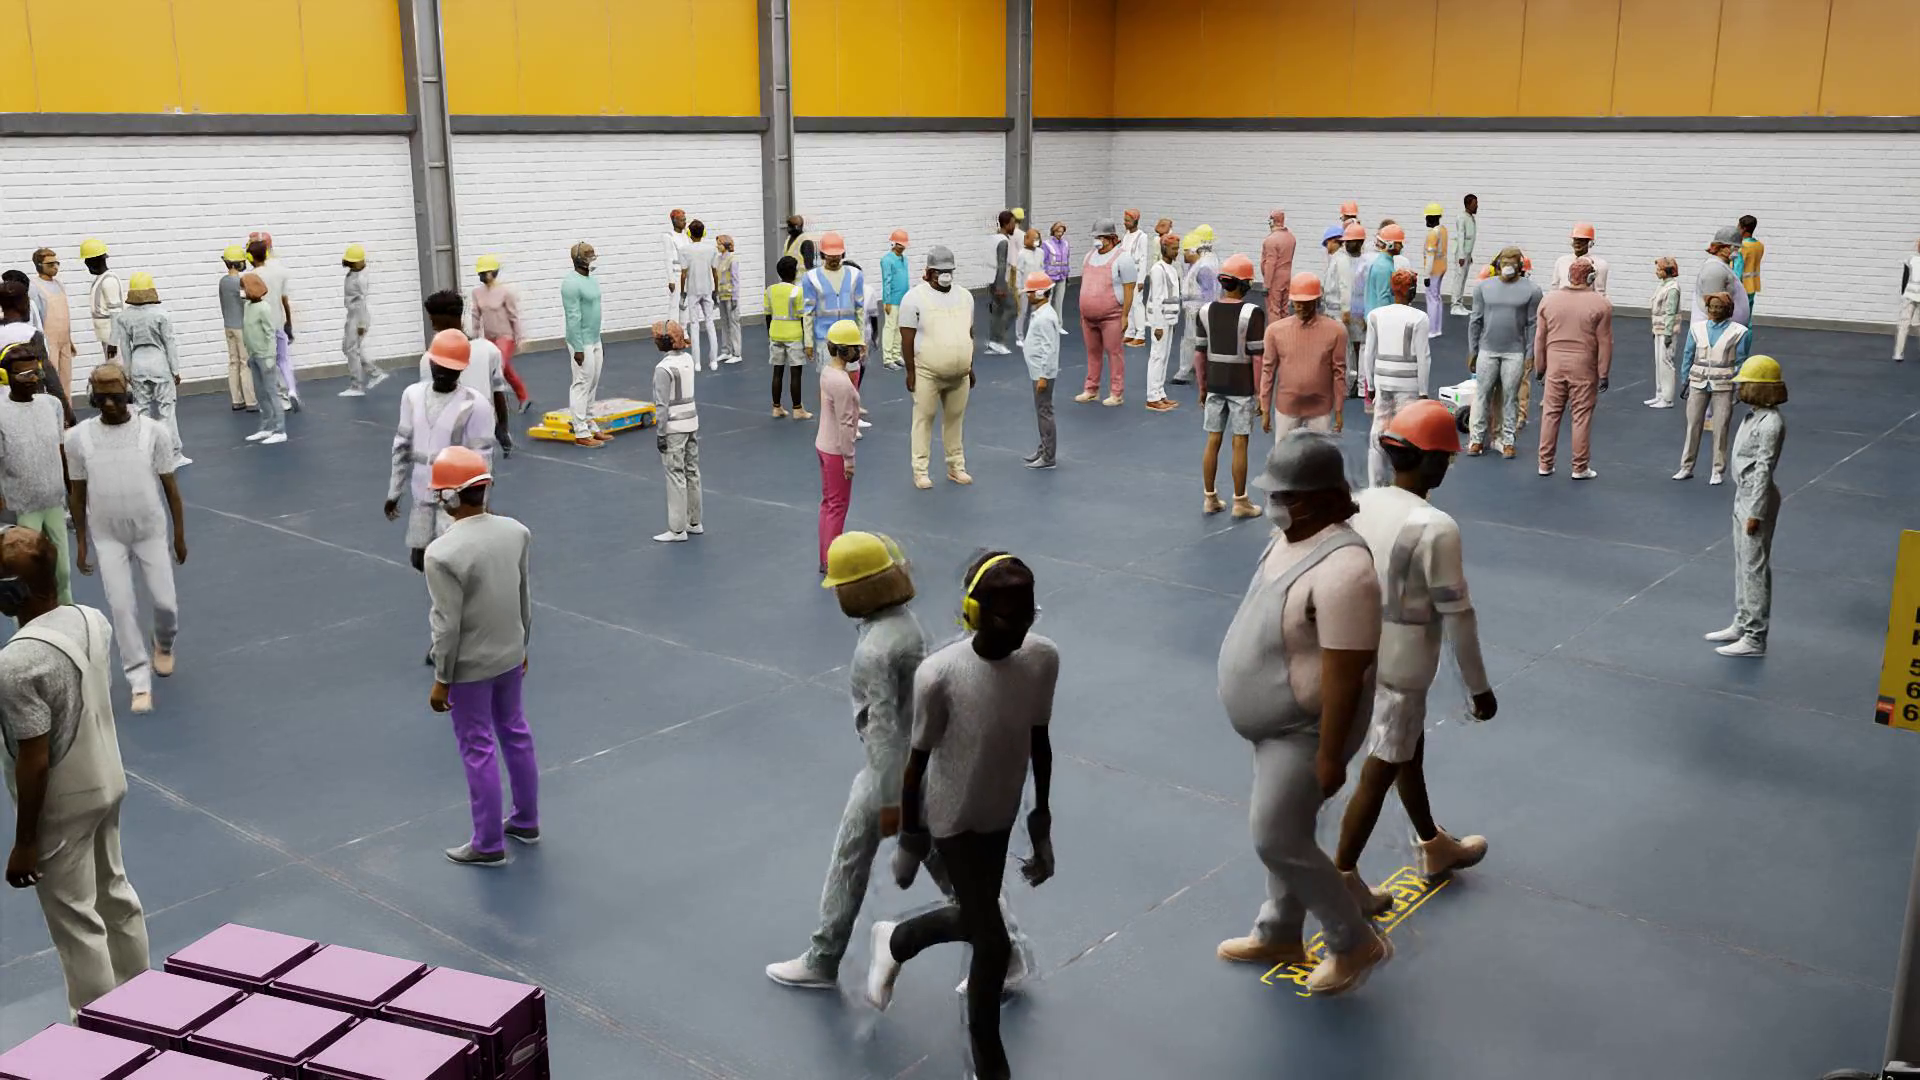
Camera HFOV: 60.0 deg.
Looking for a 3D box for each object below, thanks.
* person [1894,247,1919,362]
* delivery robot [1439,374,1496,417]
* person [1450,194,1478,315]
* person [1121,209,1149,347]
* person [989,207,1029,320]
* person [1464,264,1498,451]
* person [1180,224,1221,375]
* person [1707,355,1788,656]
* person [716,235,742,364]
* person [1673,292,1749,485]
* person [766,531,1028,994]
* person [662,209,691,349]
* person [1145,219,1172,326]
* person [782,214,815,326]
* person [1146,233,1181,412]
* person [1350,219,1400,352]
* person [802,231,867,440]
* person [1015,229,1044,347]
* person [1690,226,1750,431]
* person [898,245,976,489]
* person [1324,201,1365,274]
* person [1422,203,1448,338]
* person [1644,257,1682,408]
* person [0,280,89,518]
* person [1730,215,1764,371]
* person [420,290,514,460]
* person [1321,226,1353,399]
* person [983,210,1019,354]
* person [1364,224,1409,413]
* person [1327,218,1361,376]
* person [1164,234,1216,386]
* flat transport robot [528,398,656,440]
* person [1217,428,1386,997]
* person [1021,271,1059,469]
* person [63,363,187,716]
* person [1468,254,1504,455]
[{"bbox_3d":[12.388,-3.098,21.469,0.866,1.588,0.518,-12,18,-39],"label":"person"},{"bbox_3d":[5.192,-1.435,16.730,0.707,0.478,0.477,-5,15,-18],"label":"delivery robot"},{"bbox_3d":[8.112,-4.594,26.777,0.393,1.920,0.587,8,16,30],"label":"person"},{"bbox_3d":[2.392,-3.616,22.956,0.346,1.878,0.580,-6,15,-23],"label":"person"},{"bbox_3d":[0.791,-4.296,25.936,0.607,1.755,0.525,-11,18,-37],"label":"person"},{"bbox_3d":[4.918,-1.706,15.580,0.344,1.748,0.571,2,14,9],"label":"person"},{"bbox_3d":[2.932,-2.891,20.148,0.404,1.833,0.590,-12,19,-40],"label":"person"},{"bbox_3d":[4.549,-0.198,9.594,0.335,1.735,0.484,4,14,14],"label":"person"},{"bbox_3d":[-2.983,-3.090,21.332,0.313,1.642,0.513,-9,17,-33],"label":"person"},{"bbox_3d":[6.394,-1.291,14.147,0.522,1.638,0.310,12,19,40],"label":"person"},{"bbox_3d":[-0.203,0.791,5.743,0.917,1.681,0.525,4,15,14],"label":"person"},{"bbox_3d":[-3.836,-3.577,22.789,0.355,1.882,0.575,5,15,19],"label":"person"},{"bbox_3d":[3.040,-4.047,25.210,0.317,1.624,0.511,9,17,31],"label":"person"},{"bbox_3d":[-2.173,-3.603,23.056,0.847,1.817,0.637,-8,16,-30],"label":"person"},{"bbox_3d":[2.184,-2.329,17.801,0.337,1.881,0.584,5,15,20],"label":"person"},{"bbox_3d":[5.565,-3.383,22.239,0.587,1.788,0.635,-5,15,-18],"label":"person"},{"bbox_3d":[-1.200,-1.954,16.021,0.609,2.029,0.408,-5,15,-18],"label":"person"},{"bbox_3d":[0.959,-3.463,22.874,0.507,1.615,0.323,-13,19,-41],"label":"person"},{"bbox_3d":[7.623,-2.134,16.700,0.536,2.000,0.673,5,15,20],"label":"person"},{"bbox_3d":[-0.141,-1.457,13.995,0.688,2.000,0.538,-7,16,-27],"label":"person"},{"bbox_3d":[5.254,-3.607,22.680,0.622,1.992,0.396,-5,15,-20],"label":"person"},{"bbox_3d":[6.773,-3.858,23.847,0.388,1.922,0.590,9,16,31],"label":"person"},{"bbox_3d":[7.594,-2.231,17.934,0.324,1.630,0.511,2,14,9],"label":"person"},{"bbox_3d":[-7.007,-1.006,12.554,0.600,1.885,0.873,7,16,27],"label":"person"},{"bbox_3d":[9.715,-3.061,20.656,0.590,1.919,0.392,-12,18,-40],"label":"person"},{"bbox_3d":[-3.432,-0.730,11.310,0.715,1.926,0.663,10,17,34],"label":"person"},{"bbox_3d":[4.262,-2.545,18.660,0.392,1.900,0.733,0,14,2],"label":"person"},{"bbox_3d":[0.548,-3.404,22.056,0.455,1.900,0.605,-2,14,-8],"label":"person"},{"bbox_3d":[4.495,-2.337,17.626,0.407,1.987,0.615,3,14,12],"label":"person"},{"bbox_3d":[4.723,-2.962,20.312,0.395,1.900,0.647,-4,15,-16],"label":"person"},{"bbox_3d":[2.861,-2.679,19.425,0.876,1.784,0.636,0,14,-1],"label":"person"},{"bbox_3d":[-3.584,-1.220,16.635,0.652,0.197,1.431,7,16,27],"label":"flat transport robot"},{"bbox_3d":[1.164,0.590,5.817,0.535,2.000,0.701,0,14,1],"label":"person"},{"bbox_3d":[0.705,-1.512,14.800,0.343,1.747,0.572,0,14,-1],"label":"person"},{"bbox_3d":[-4.353,-0.030,8.731,0.525,1.826,0.646,-5,15,-20],"label":"person"},{"bbox_3d":[4.970,-1.719,15.392,0.528,1.871,0.323,-2,14,-7],"label":"person"}]
